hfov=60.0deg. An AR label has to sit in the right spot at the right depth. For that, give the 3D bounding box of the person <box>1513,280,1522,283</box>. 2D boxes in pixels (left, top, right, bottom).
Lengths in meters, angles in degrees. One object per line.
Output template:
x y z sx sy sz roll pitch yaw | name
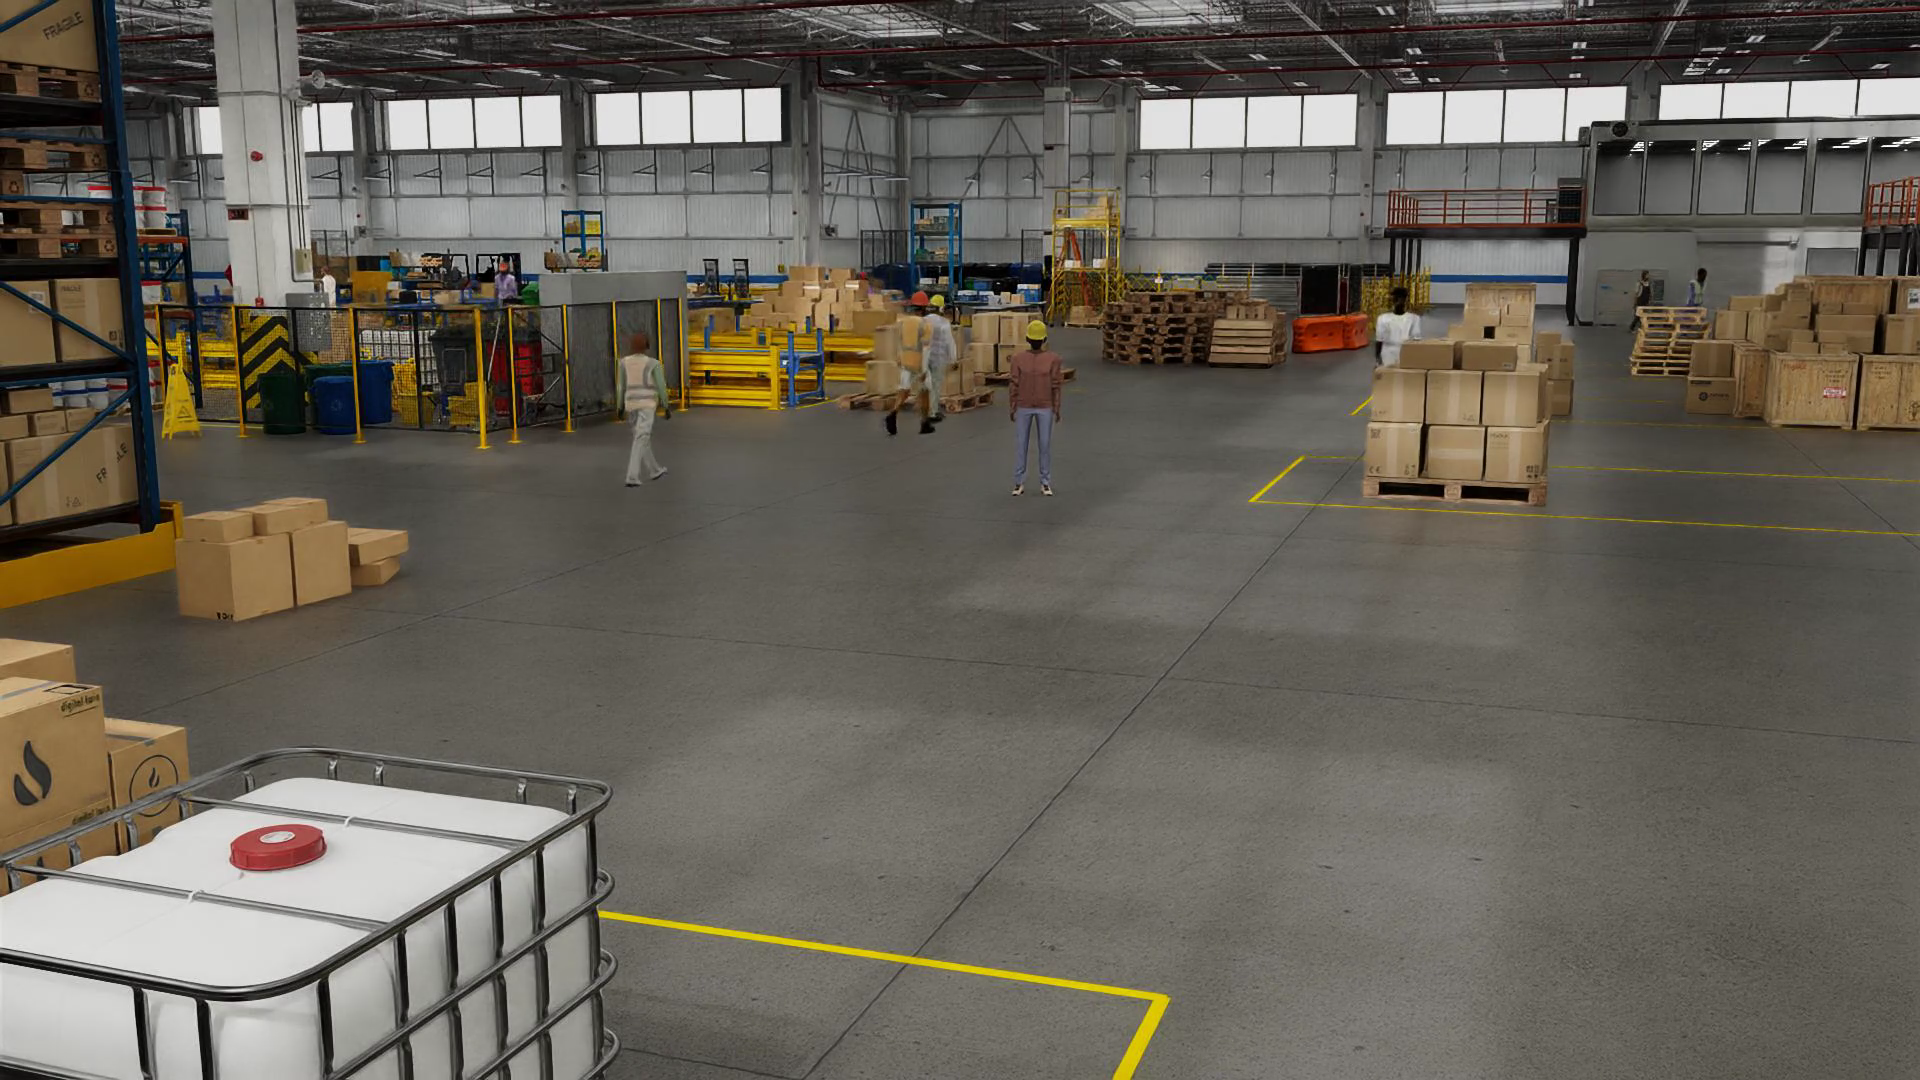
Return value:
10.172 -3.891 30.894 0.431 1.847 0.550 -7 12 -33 | person

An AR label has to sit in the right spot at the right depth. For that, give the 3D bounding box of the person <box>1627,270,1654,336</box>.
18.940 -6.592 46.240 0.525 1.812 0.925 -5 11 -27 | person

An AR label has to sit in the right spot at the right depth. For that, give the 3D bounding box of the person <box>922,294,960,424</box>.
-0.274 -2.544 23.430 0.707 1.804 0.594 -10 14 -43 | person

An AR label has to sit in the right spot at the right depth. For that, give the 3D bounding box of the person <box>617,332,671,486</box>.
-3.313 -1.380 17.453 0.537 1.586 0.856 4 11 24 | person

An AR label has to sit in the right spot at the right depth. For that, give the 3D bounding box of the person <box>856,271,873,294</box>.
-2.115 -4.987 36.867 0.444 1.923 0.543 3 10 14 | person

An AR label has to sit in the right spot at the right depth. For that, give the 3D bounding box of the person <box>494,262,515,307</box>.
-13.007 -6.929 47.505 0.646 2.022 0.500 1 10 7 | person

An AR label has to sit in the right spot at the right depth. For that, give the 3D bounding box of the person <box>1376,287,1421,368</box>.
6.040 -2.530 22.981 0.620 1.938 0.833 0 10 2 | person

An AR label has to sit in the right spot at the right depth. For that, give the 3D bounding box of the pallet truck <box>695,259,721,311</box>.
-9.165 -9.627 62.776 0.823 1.965 1.885 4 11 23 | pallet truck

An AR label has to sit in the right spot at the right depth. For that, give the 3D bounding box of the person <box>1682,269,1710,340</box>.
19.142 -6.077 43.099 0.632 1.876 0.860 -5 11 -26 | person

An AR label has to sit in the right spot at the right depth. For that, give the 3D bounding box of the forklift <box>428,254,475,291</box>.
-20.133 -10.254 65.465 1.157 1.987 2.680 3 11 19 | forklift

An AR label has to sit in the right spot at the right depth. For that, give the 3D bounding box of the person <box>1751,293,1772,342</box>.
12.818 -3.053 26.468 0.490 1.743 0.306 1 10 5 | person

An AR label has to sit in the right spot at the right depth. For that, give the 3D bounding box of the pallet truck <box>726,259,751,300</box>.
-7.986 -9.493 62.019 0.823 1.965 1.885 3 11 17 | pallet truck

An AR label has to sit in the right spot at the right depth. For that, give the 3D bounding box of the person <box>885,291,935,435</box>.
-0.634 -2.310 21.842 0.545 1.908 0.863 6 12 31 | person

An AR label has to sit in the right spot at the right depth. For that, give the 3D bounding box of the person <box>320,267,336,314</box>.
-17.579 -6.637 46.233 0.398 1.897 0.640 1 10 6 | person

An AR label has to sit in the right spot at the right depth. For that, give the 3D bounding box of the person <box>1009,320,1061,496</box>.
0.749 -1.315 16.628 0.523 1.764 0.323 0 10 2 | person

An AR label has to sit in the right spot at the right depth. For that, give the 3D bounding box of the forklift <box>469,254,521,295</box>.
-17.990 -10.121 64.684 1.157 1.987 2.680 3 11 17 | forklift
